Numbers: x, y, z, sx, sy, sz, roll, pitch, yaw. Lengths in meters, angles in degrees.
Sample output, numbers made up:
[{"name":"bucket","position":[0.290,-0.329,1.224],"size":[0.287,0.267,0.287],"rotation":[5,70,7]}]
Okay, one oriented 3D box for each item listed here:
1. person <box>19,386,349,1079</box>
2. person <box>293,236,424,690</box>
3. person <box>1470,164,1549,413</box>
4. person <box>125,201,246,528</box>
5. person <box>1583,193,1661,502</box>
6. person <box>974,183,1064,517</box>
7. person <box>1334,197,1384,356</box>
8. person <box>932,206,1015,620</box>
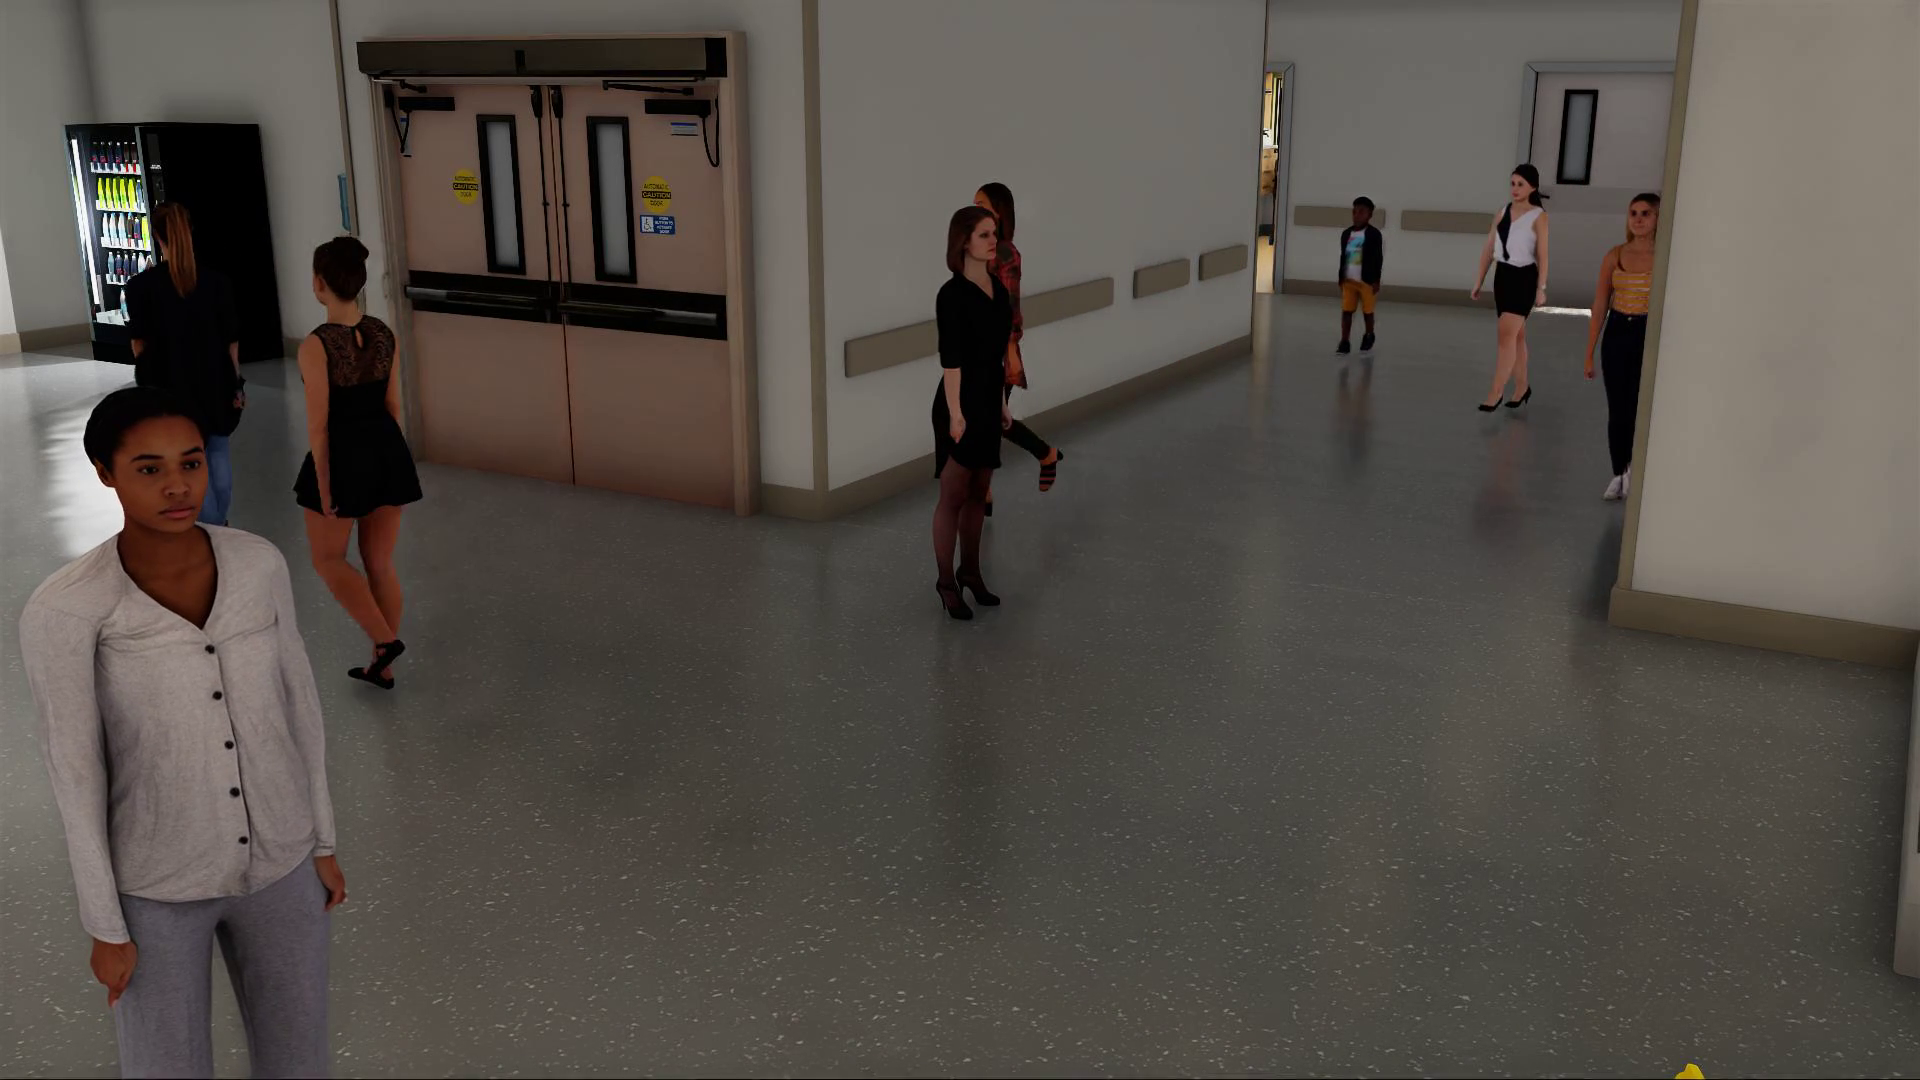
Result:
[{"name":"person","position":[-1.356,0.571,2.981],"size":[0.610,1.733,0.659],"rotation":[13,21,39]},{"name":"person","position":[-2.107,-0.234,5.957],"size":[0.706,1.665,0.619],"rotation":[12,19,35]},{"name":"person","position":[3.757,-1.663,11.106],"size":[0.863,1.624,0.914],"rotation":[-10,19,-32]},{"name":"person","position":[-3.409,-0.644,7.420],"size":[0.866,1.662,1.031],"rotation":[-10,19,-32]},{"name":"person","position":[3.584,-1.010,8.801],"size":[0.534,1.617,0.676],"rotation":[10,19,32]},{"name":"person","position":[0.217,-0.936,8.402],"size":[0.925,1.690,0.913],"rotation":[-8,18,-26]},{"name":"person","position":[3.256,-2.119,13.406],"size":[0.803,1.253,0.596],"rotation":[10,18,30]},{"name":"person","position":[0.037,-0.534,6.948],"size":[0.520,1.706,0.603],"rotation":[11,19,34]}]
